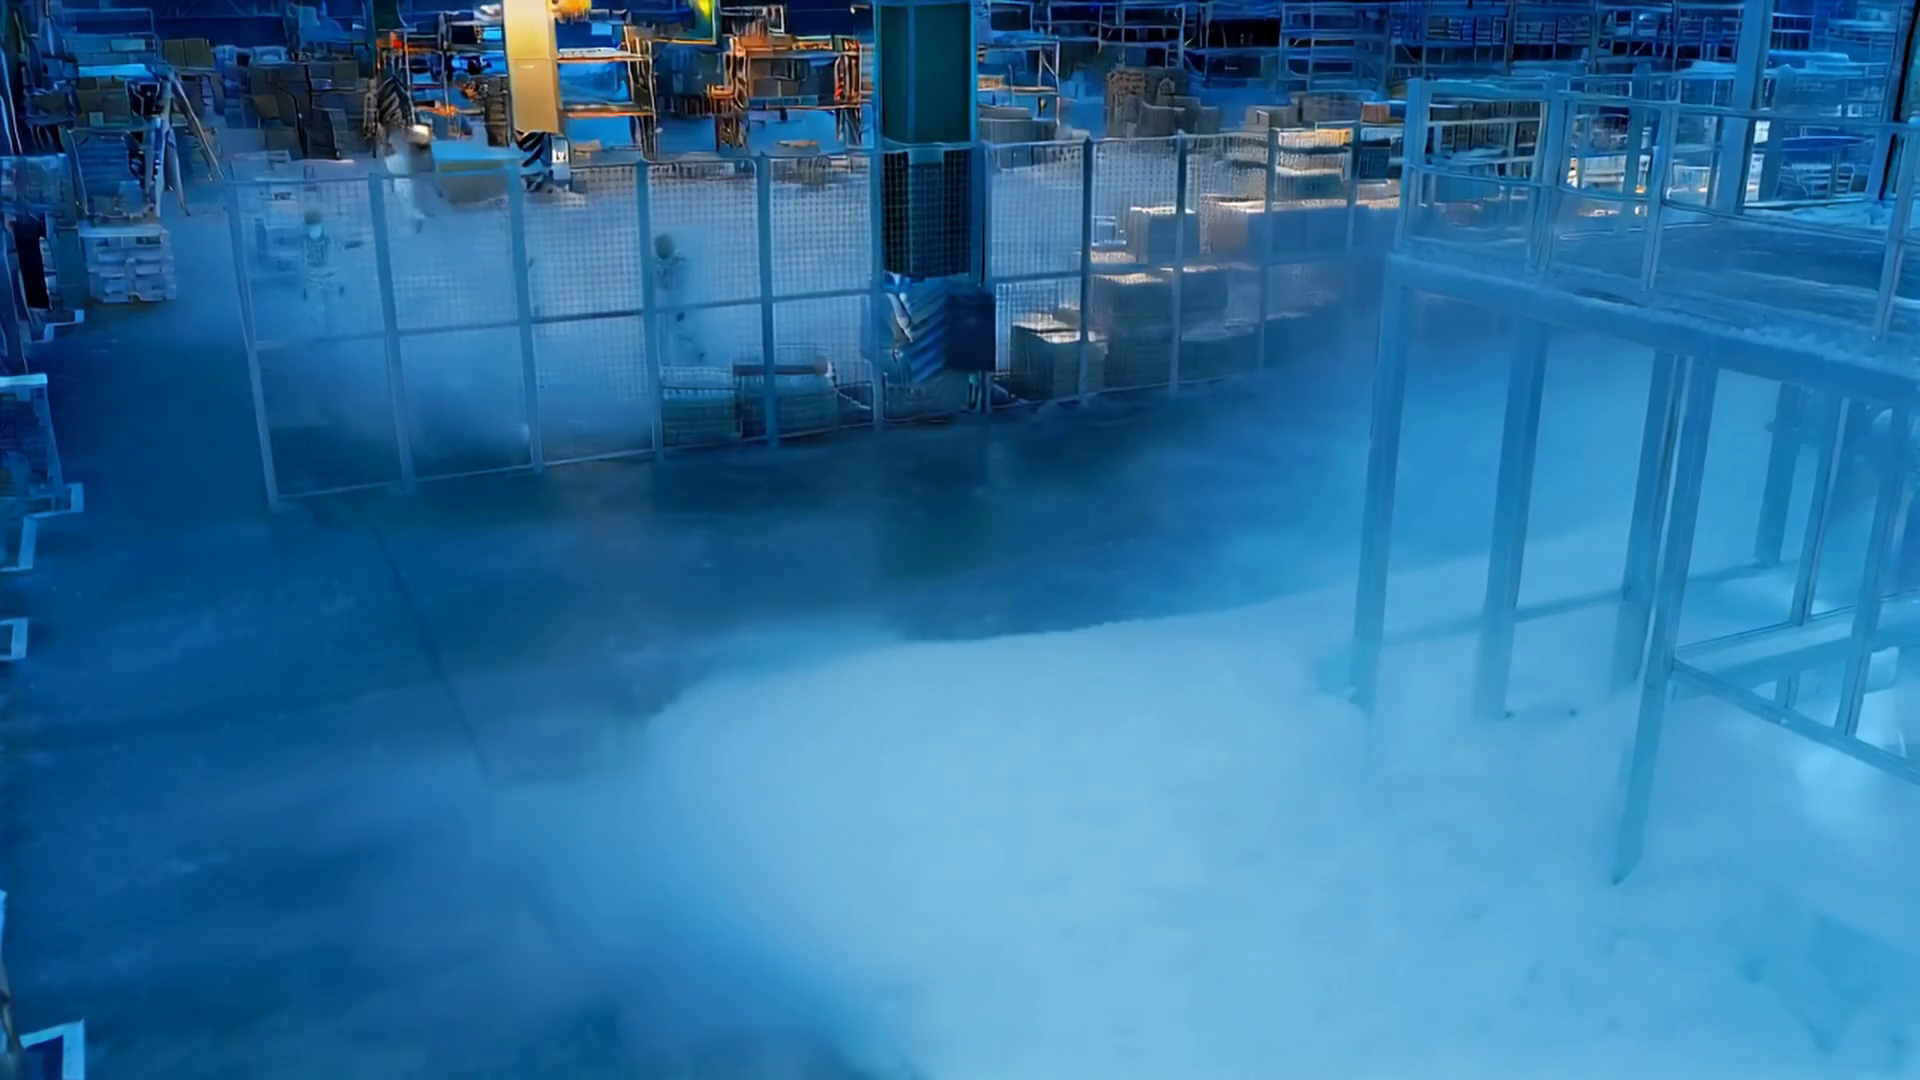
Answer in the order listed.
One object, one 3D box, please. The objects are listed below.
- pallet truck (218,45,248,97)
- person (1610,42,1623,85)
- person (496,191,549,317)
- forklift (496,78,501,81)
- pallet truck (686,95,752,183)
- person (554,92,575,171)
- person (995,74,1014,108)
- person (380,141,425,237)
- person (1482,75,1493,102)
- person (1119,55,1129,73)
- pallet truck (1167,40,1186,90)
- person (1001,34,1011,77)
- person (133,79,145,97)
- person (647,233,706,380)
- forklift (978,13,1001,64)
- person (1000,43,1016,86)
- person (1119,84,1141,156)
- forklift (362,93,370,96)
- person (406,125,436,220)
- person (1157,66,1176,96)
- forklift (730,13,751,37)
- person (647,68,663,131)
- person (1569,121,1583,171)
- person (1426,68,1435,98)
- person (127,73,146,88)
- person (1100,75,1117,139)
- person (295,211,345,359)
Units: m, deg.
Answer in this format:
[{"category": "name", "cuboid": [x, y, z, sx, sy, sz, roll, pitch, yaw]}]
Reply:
[{"category": "pallet truck", "cuboid": [-28.879, -18.665, 66.111, 0.823, 1.965, 1.885, -3, 19, -9]}, {"category": "person", "cuboid": [28.465, -20.749, 72.121, 0.632, 2.008, 0.929, -2, 19, -5]}, {"category": "person", "cuboid": [-6.466, -4.254, 24.613, 0.629, 1.809, 0.822, 3, 19, 8]}, {"category": "forklift", "cuboid": [-16.280, -17.529, 61.485, 1.873, 2.768, 1.129, -9, 21, -25]}, {"category": "pallet truck", "cuboid": [-5.836, -9.608, 39.856, 0.823, 1.965, 1.885, 10, 22, 27]}, {"category": "person", "cuboid": [-10.213, -10.340, 41.910, 0.976, 2.000, 0.727, 11, 22, 30]}, {"category": "person", "cuboid": [1.319, -12.965, 49.758, 0.585, 1.882, 0.344, 7, 20, 19]}, {"category": "person", "cuboid": [-10.656, -6.669, 31.605, 0.943, 1.822, 0.547, 10, 22, 27]}, {"category": "person", "cuboid": [16.251, -13.441, 51.319, 0.381, 1.755, 0.542, 0, 19, 1]}, {"category": "person", "cuboid": [6.429, -18.166, 65.185, 0.539, 1.652, 0.885, -14, 23, -35]}, {"category": "pallet truck", "cuboid": [9.045, -19.971, 69.895, 0.823, 1.965, 1.885, -3, 19, -8]}, {"category": "person", "cuboid": [2.180, -22.186, 76.351, 0.629, 1.972, 0.679, -15, 24, -37]}, {"category": "person", "cuboid": [-25.359, -13.406, 51.421, 0.522, 1.631, 0.324, 7, 20, 18]}, {"category": "person", "cuboid": [-3.597, -2.938, 20.792, 0.621, 1.820, 0.841, 11, 22, 29]}, {"category": "forklift", "cuboid": [1.123, -23.530, 78.880, 1.873, 2.768, 1.129, 6, 20, 17]}, {"category": "person", "cuboid": [1.991, -19.579, 68.847, 0.635, 1.937, 0.354, 3, 19, 9]}, {"category": "person", "cuboid": [4.660, -11.507, 45.545, 0.567, 1.881, 1.011, -2, 19, -6]}, {"category": "forklift", "cuboid": [-22.706, -18.950, 65.602, 1.129, 2.768, 1.873, 14, 23, 35]}, {"category": "person", "cuboid": [-10.886, -7.434, 33.686, 0.431, 1.905, 0.612, 13, 23, 34]}, {"category": "person", "cuboid": [6.481, -13.896, 52.332, 0.607, 1.966, 0.367, 0, 19, -1]}, {"category": "forklift", "cuboid": [-10.475, -23.842, 79.782, 1.129, 2.768, 1.873, -9, 21, -25]}, {"category": "person", "cuboid": [-9.594, -13.809, 52.122, 0.373, 1.940, 0.627, -10, 22, -28]}, {"category": "person", "cuboid": [13.406, -8.339, 36.590, 0.631, 1.720, 0.500, -4, 19, -11]}, {"category": "person", "cuboid": [16.101, -15.372, 57.107, 0.524, 1.637, 0.306, -17, 25, -40]}, {"category": "person", "cuboid": [-27.189, -14.805, 55.040, 0.381, 1.918, 0.584, 18, 26, 42]}, {"category": "person", "cuboid": [4.433, -12.943, 49.737, 0.530, 1.857, 0.324, 14, 23, 35]}, {"category": "person", "cuboid": [-8.353, -3.323, 21.741, 0.618, 1.927, 0.634, -2, 19, -7]}]
